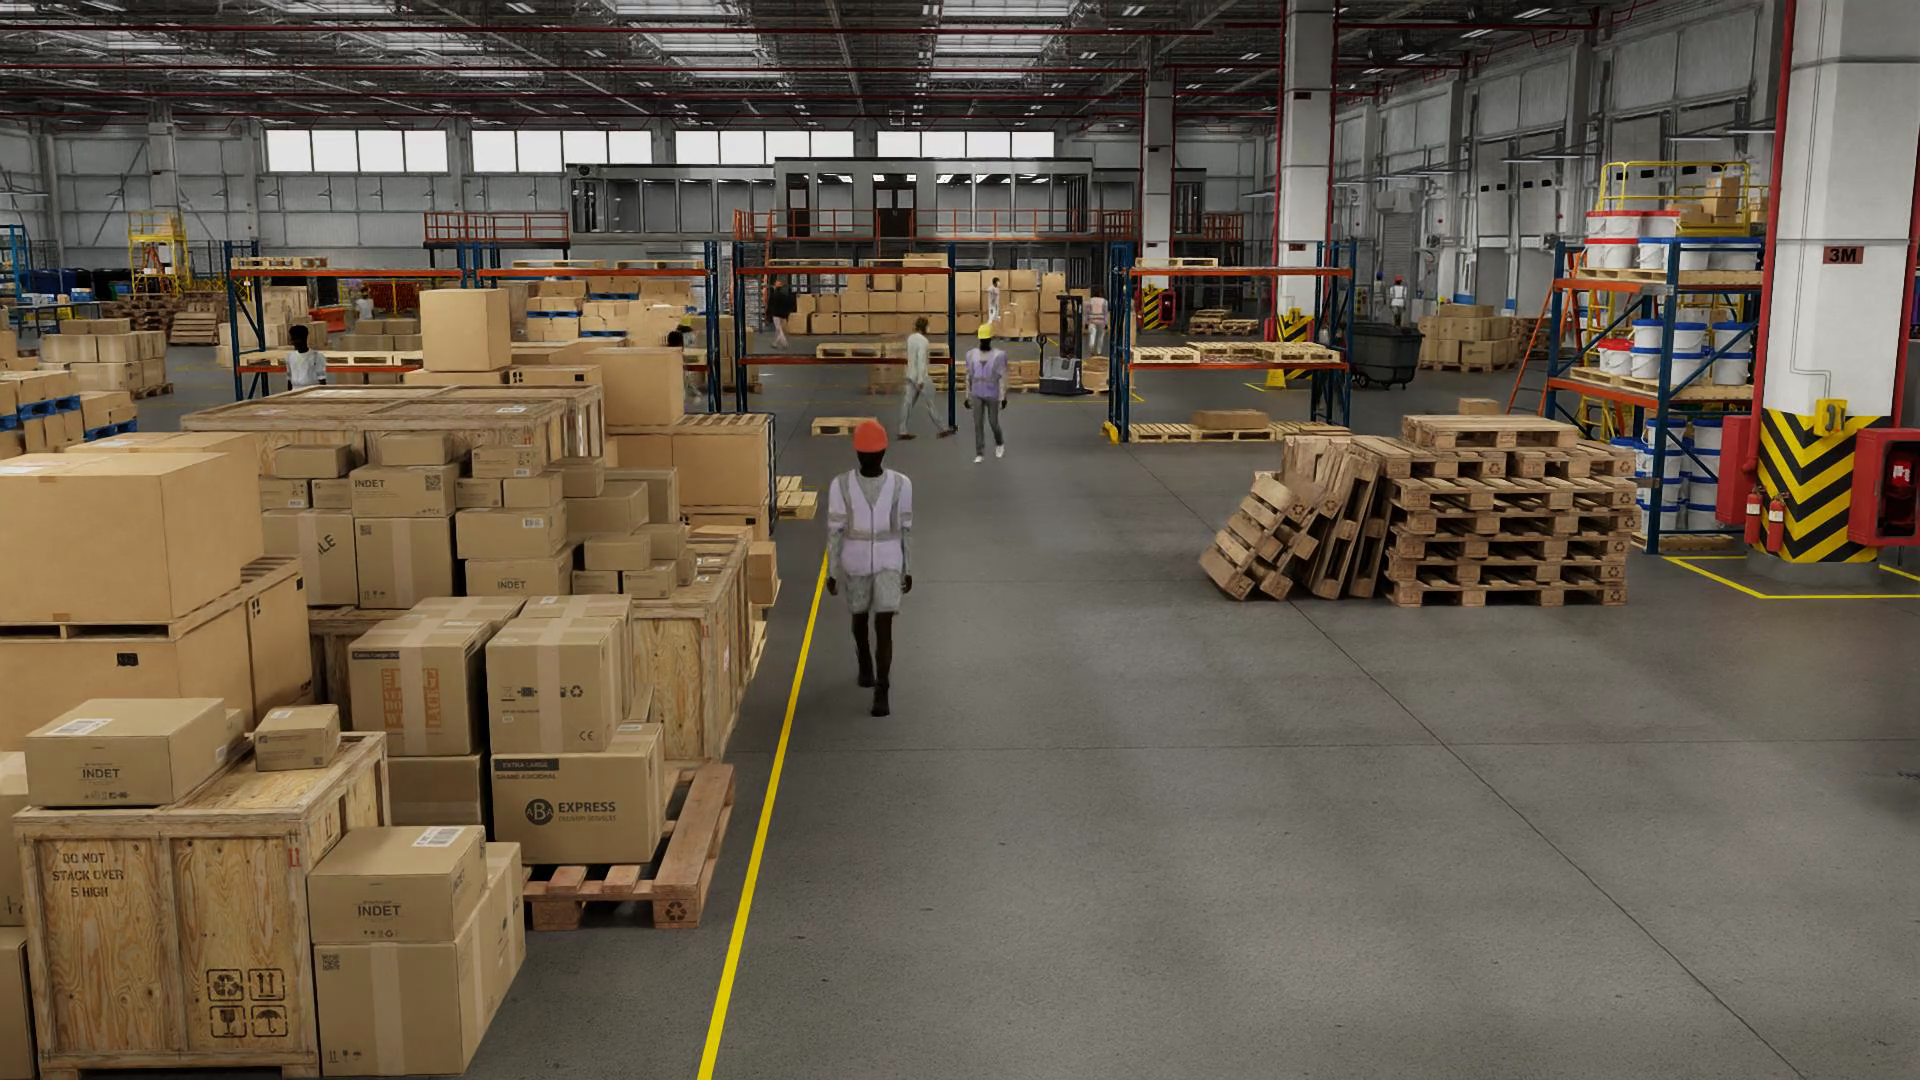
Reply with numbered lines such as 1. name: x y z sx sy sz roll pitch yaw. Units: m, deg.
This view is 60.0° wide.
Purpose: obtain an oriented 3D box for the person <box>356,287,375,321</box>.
1. person: -15.554 -5.711 43.654 0.399 1.851 0.547 9 14 41

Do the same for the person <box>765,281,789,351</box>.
1. person: -5.075 -6.272 46.567 1.041 1.946 0.623 10 14 43

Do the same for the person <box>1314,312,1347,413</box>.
1. person: 6.653 -3.175 29.727 0.564 1.790 0.999 -3 11 -18

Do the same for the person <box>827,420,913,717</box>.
1. person: -0.589 0.135 10.984 0.558 1.904 0.954 0 10 -2

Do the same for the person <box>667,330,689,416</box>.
1. person: -3.790 -1.788 21.700 0.816 1.897 0.595 -10 14 -43

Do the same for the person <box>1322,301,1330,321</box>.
1. person: 8.368 -4.652 38.220 0.546 1.683 0.379 0 10 2

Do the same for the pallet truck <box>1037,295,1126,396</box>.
1. pallet truck: 2.483 -3.881 33.060 1.885 1.965 0.823 -7 13 -36

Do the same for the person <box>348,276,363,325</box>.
1. person: -21.945 -8.828 60.495 0.609 2.043 0.397 4 11 20

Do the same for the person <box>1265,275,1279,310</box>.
1. person: 13.957 -11.242 74.246 0.629 1.936 1.089 0 10 2

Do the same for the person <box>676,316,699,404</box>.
1. person: -4.988 -3.251 30.367 0.491 1.699 0.723 5 11 26

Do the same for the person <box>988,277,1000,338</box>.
1. person: 1.068 -7.303 52.321 0.371 1.932 0.628 4 11 20

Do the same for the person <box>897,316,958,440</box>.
1. person: -0.533 -2.475 25.519 1.003 1.890 0.639 -6 12 -28

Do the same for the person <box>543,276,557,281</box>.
1. person: -17.505 -10.625 71.069 0.589 1.854 0.940 0 10 1

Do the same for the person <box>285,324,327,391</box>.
1. person: -8.625 -1.866 21.968 0.607 1.957 0.378 3 11 15

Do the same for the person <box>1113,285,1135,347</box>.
1. person: 4.235 -5.678 43.339 0.587 1.911 0.502 -1 10 -5

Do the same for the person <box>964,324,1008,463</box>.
1. person: 0.362 -2.023 22.953 0.599 1.911 0.497 3 11 16

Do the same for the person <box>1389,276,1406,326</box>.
1. person: 14.691 -7.900 55.807 0.533 1.893 0.952 0 10 -2

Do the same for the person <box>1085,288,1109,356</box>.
1. person: 3.622 -5.752 43.980 0.634 1.827 0.677 2 10 10

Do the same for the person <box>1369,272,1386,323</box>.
1. person: 15.007 -8.641 59.722 0.616 1.942 0.408 7 12 33
